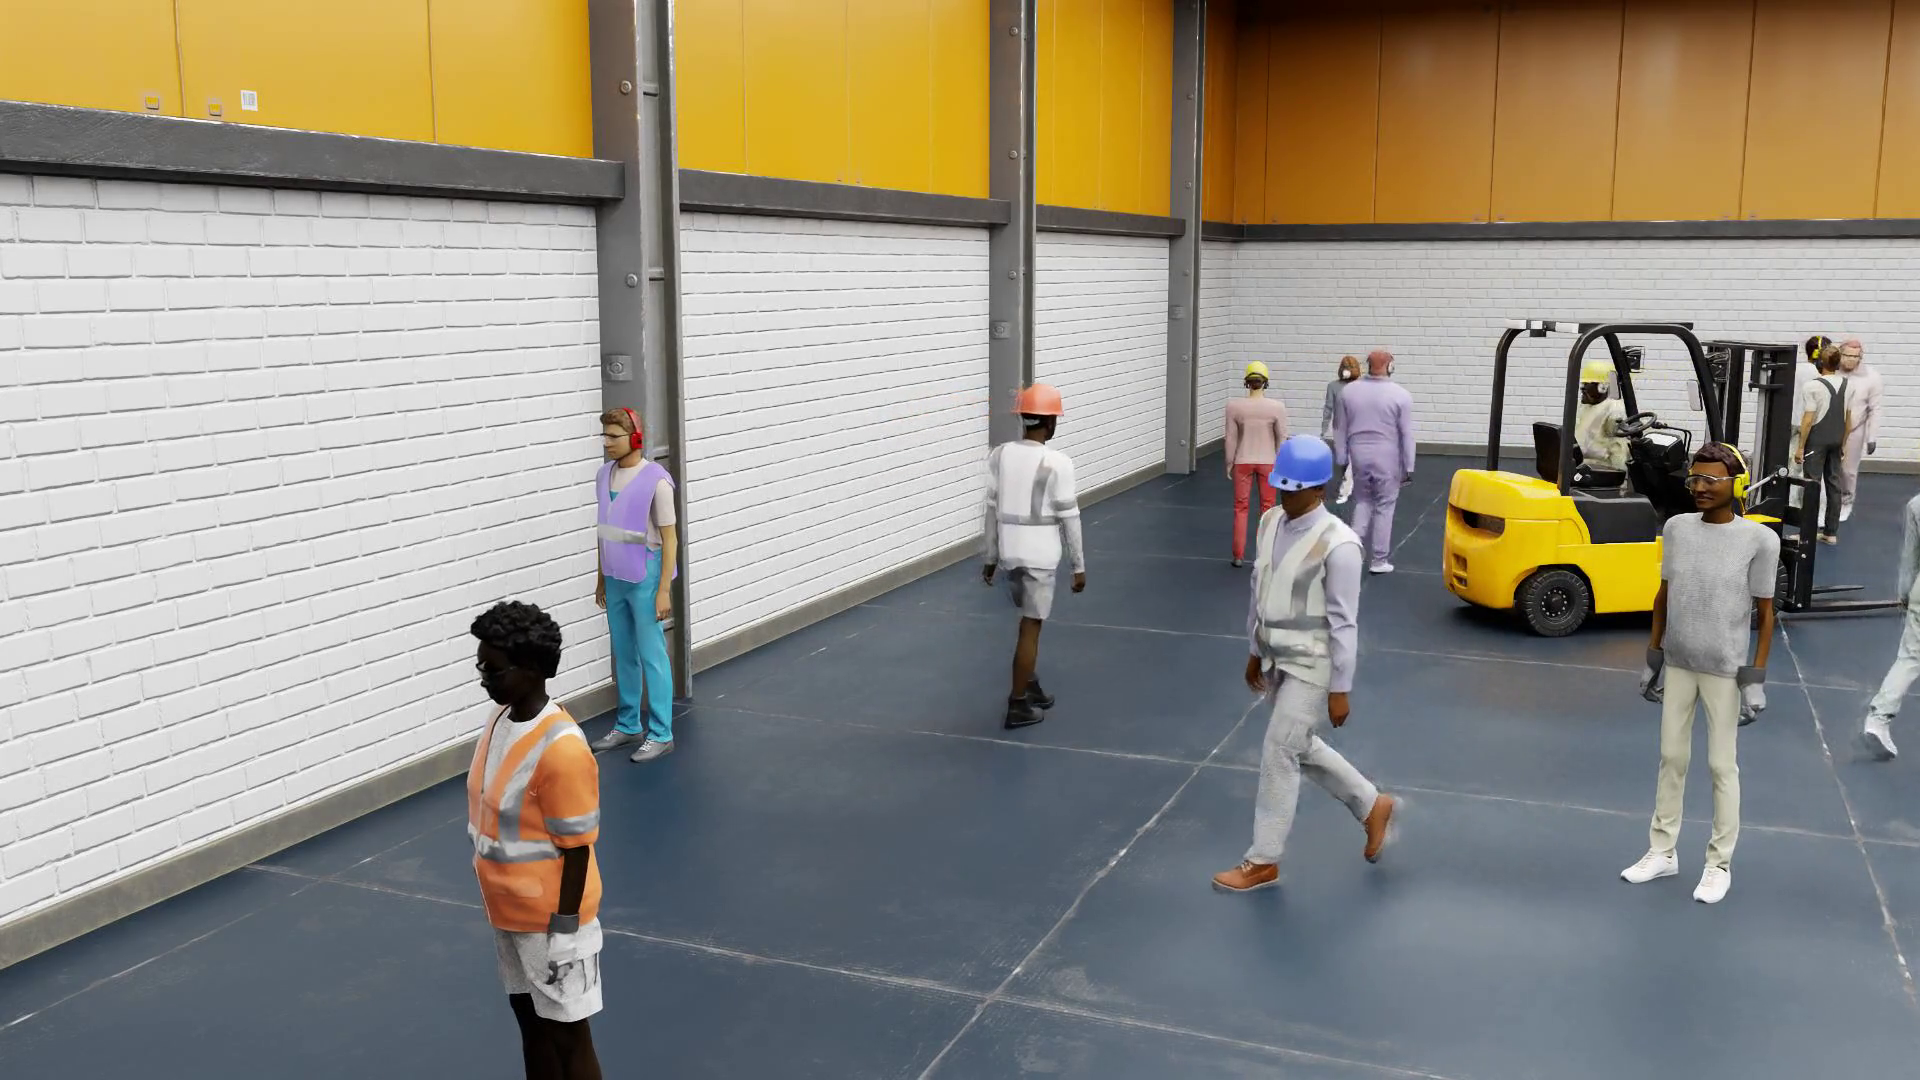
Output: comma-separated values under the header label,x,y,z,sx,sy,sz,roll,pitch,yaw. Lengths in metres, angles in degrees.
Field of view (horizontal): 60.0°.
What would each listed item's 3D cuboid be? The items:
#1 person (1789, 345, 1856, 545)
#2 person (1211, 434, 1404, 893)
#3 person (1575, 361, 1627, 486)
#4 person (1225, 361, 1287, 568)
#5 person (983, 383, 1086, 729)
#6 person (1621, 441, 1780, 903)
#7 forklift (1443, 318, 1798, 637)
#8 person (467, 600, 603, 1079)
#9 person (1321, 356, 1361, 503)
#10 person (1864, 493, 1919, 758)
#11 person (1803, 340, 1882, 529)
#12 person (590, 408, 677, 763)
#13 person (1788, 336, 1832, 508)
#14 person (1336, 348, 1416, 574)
label,x,y,z,sx,sy,sz,roll,pitch,yaw
person,7.906,-0.862,15.254,0.508,1.846,0.345,-2,10,-11
person,1.473,0.498,6.823,0.841,1.911,0.631,-3,10,-19
person,5.015,-0.518,13.255,0.432,1.817,0.597,0,9,-2
person,2.507,-0.632,14.119,0.522,1.765,0.317,2,10,13
person,0.468,0.082,9.312,0.583,1.912,0.697,8,13,42
person,3.019,0.528,6.753,0.328,1.873,0.521,-8,12,-39
forklift,4.706,-0.497,11.990,2.313,2.155,1.214,-2,10,-10
person,-1.145,0.991,4.484,0.318,1.695,0.533,-7,12,-37
person,4.263,-1.231,18.274,0.509,1.601,0.845,6,11,31
person,5.060,0.300,8.613,0.807,1.710,0.495,-5,11,-28
person,8.696,-1.056,16.436,0.692,1.856,0.988,5,10,26
person,-1.689,0.224,8.679,0.573,1.841,0.374,8,12,41
person,8.595,-1.152,17.006,0.472,1.855,0.619,-1,9,-6
person,3.484,-0.653,13.857,0.676,1.885,0.423,7,12,37
